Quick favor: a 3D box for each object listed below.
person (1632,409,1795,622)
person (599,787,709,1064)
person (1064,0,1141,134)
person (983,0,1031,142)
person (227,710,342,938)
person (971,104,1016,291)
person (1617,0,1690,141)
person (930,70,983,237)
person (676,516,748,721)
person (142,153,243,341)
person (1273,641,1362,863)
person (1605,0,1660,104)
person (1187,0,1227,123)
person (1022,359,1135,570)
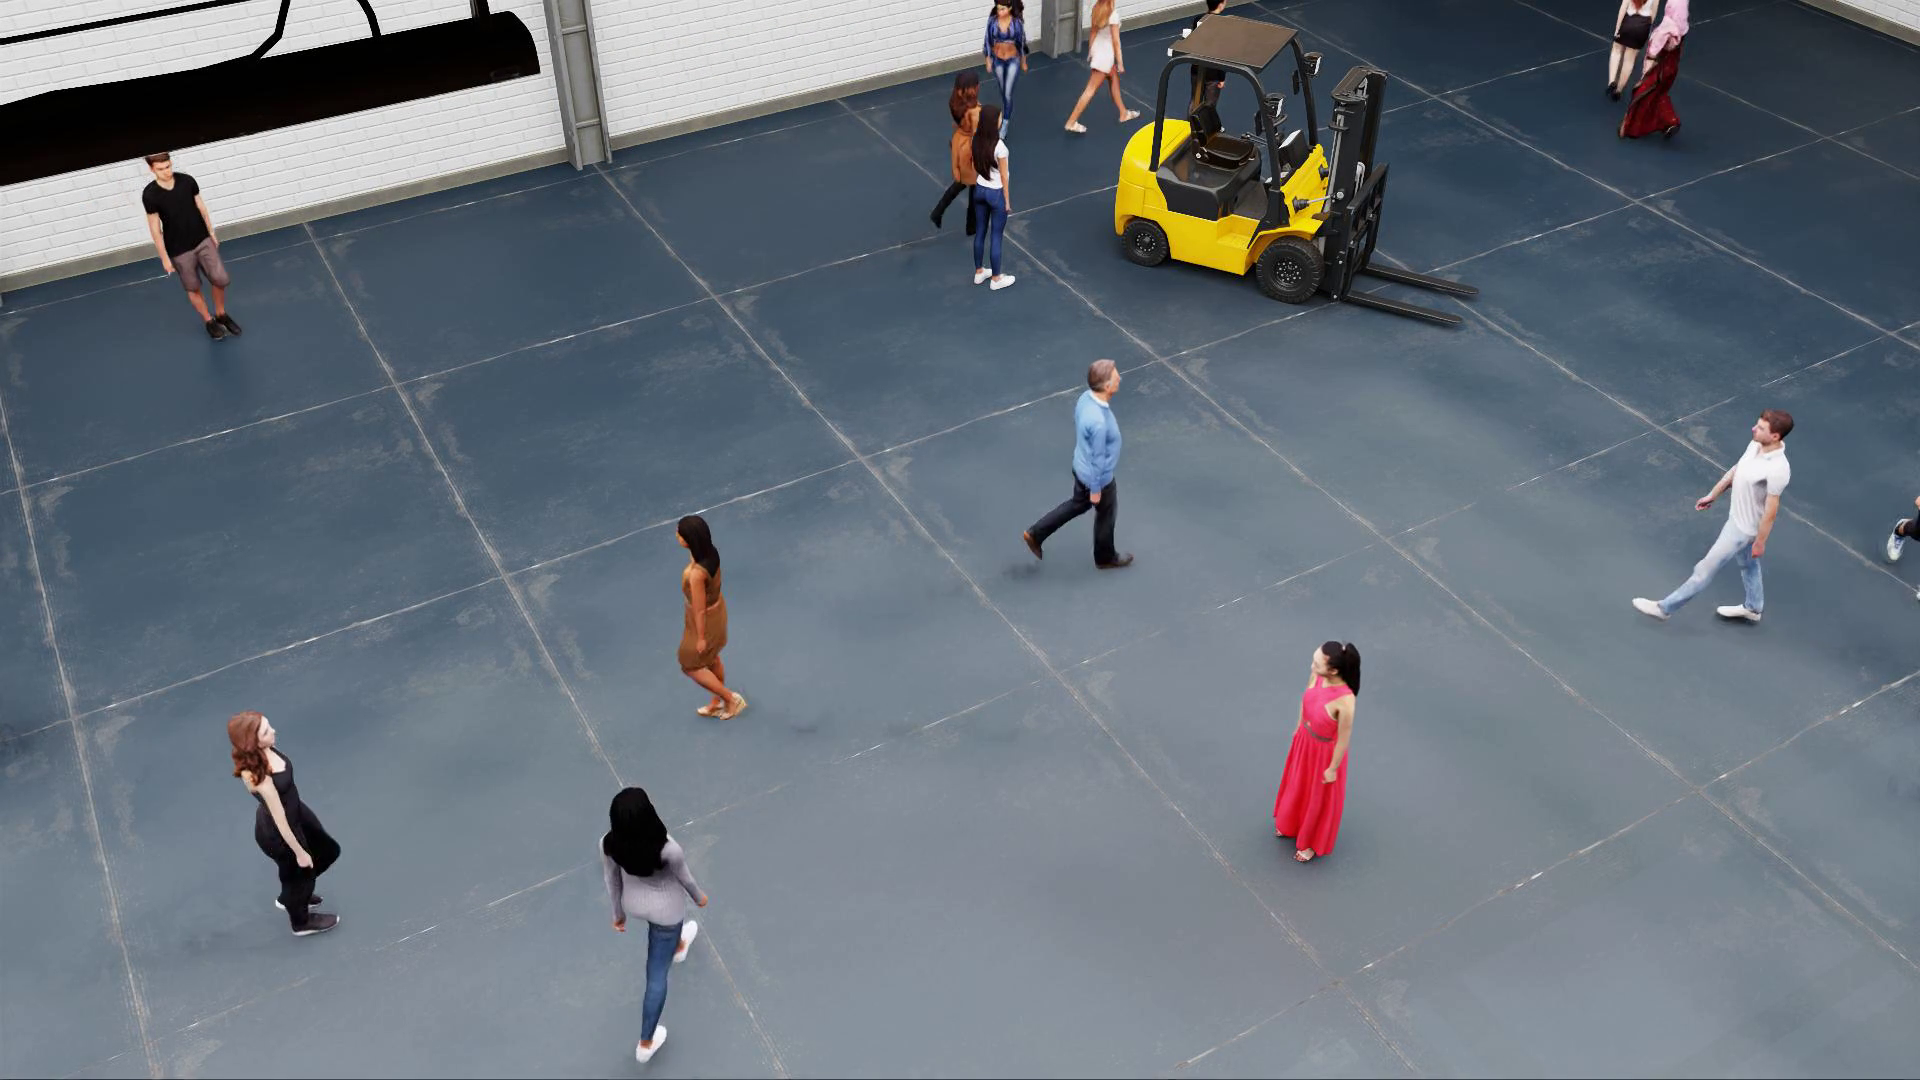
[{"bbox_3d":[5.499,-0.101,11.453,1.241,1.798,1.140,7,39,9],"label":"person"},{"bbox_3d":[-1.657,2.051,8.850,1.121,1.684,1.222,11,40,14],"label":"person"},{"bbox_3d":[1.464,-5.160,17.914,1.190,1.639,0.664,-15,41,-18],"label":"person"},{"bbox_3d":[0.522,-5.195,17.998,1.083,1.590,1.159,9,39,11],"label":"person"},{"bbox_3d":[-3.893,1.624,9.343,0.740,1.735,0.677,-10,40,-13],"label":"person"},{"bbox_3d":[0.276,-3.149,15.287,0.597,1.775,0.640,-32,48,-33],"label":"person"},{"bbox_3d":[7.536,-4.991,17.724,0.840,1.613,0.772,-28,46,-30],"label":"person"},{"bbox_3d":[0.000,-3.680,16.005,0.846,1.709,0.702,-21,43,-24],"label":"person"},{"bbox_3d":[-1.570,0.543,10.741,0.768,1.679,0.721,0,39,0],"label":"person"},{"bbox_3d":[-6.800,-2.629,14.578,0.659,1.849,0.825,-31,48,-33],"label":"person"},{"bbox_3d":[2.137,1.234,9.836,0.625,1.730,0.653,-13,40,-16],"label":"person"},{"bbox_3d":[7.510,-5.649,18.527,0.676,1.639,0.733,11,40,13],"label":"person"},{"bbox_3d":[2.621,-5.008,17.658,0.585,1.721,0.665,-27,46,-30],"label":"person"},{"bbox_3d":[0.880,-0.493,11.950,1.167,1.790,0.903,-6,39,-7],"label":"person"}]
